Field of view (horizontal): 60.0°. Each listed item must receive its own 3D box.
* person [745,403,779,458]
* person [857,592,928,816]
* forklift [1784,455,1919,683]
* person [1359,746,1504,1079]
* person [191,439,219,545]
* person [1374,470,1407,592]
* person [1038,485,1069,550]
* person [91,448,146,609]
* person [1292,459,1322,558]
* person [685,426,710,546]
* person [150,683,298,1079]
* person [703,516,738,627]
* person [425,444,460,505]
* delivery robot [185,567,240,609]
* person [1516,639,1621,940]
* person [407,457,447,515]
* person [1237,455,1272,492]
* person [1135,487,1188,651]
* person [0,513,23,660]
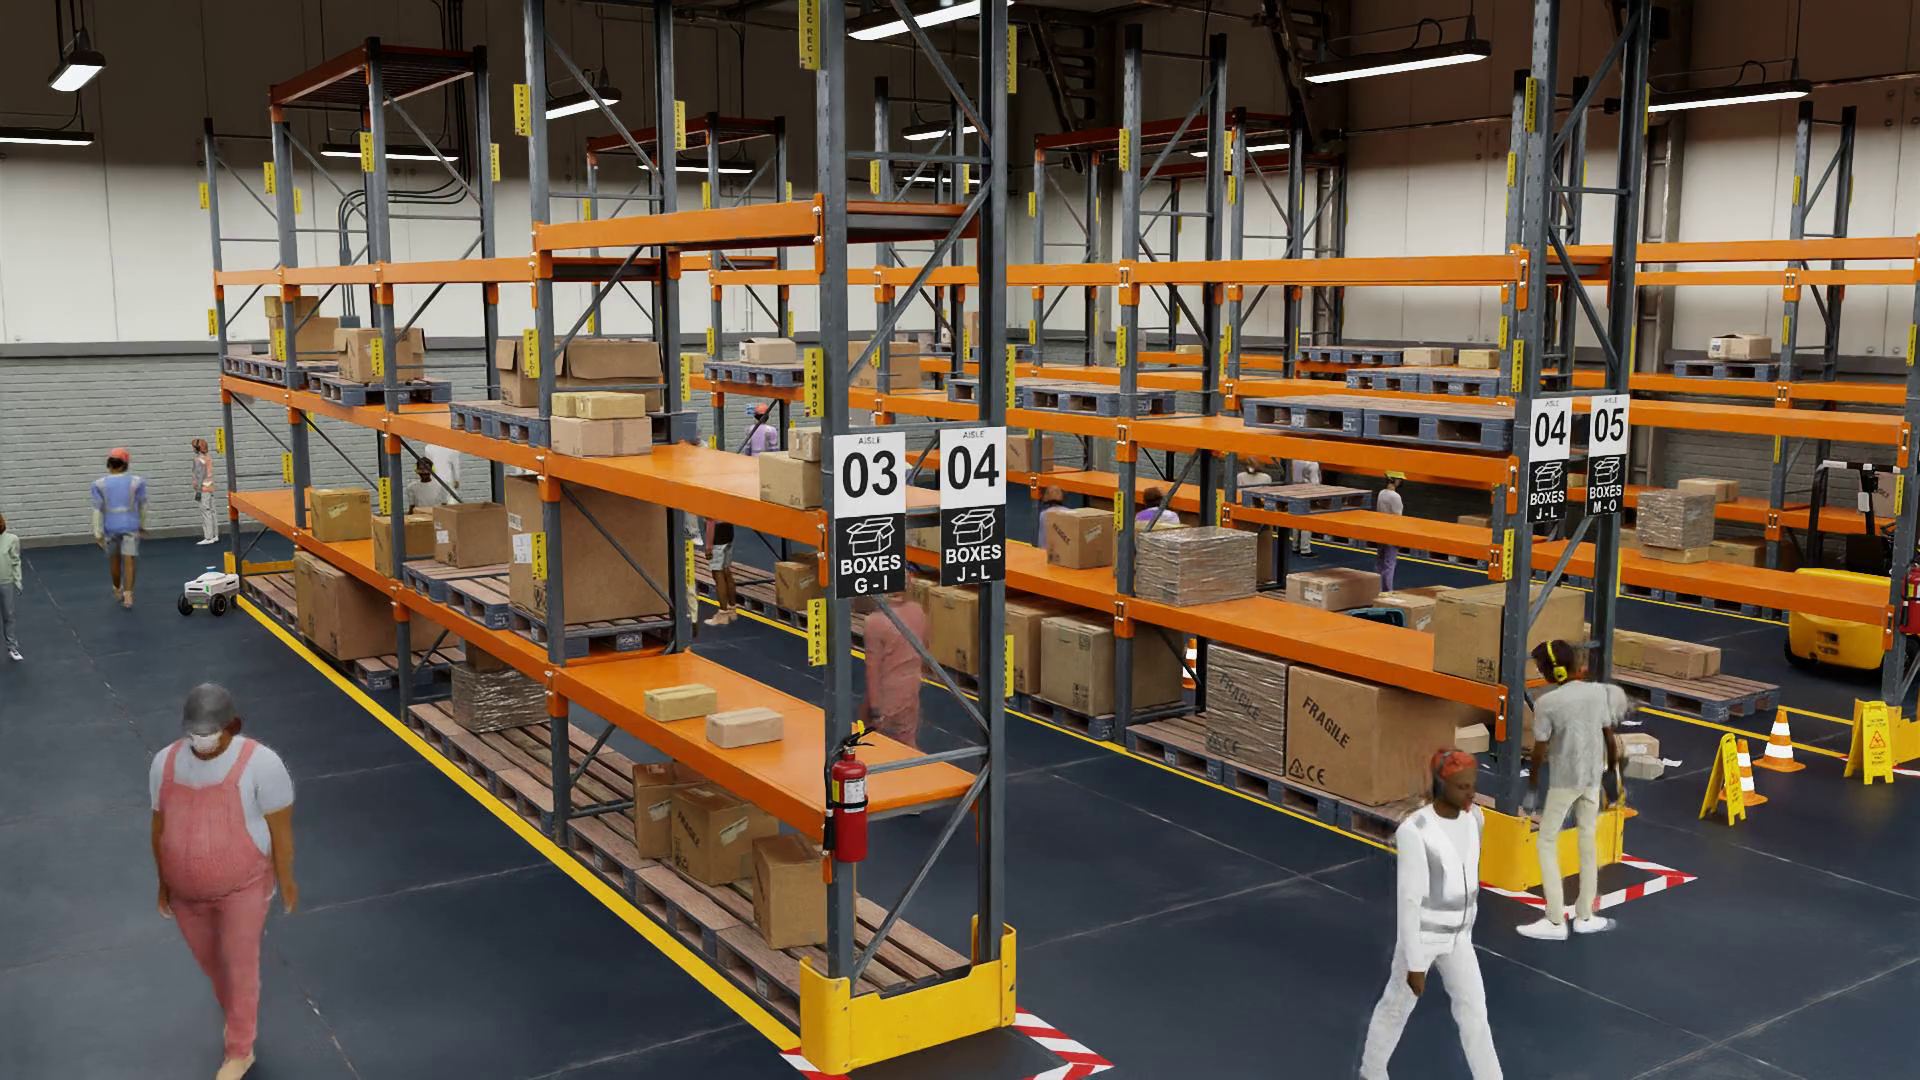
[{"bbox_3d":[-3.281,-1.261,27.738,0.607,2.048,0.370,3,9,22],"label":"person"},{"bbox_3d":[-0.516,1.128,12.381,0.487,1.891,0.650,8,12,42],"label":"person"},{"bbox_3d":[9.643,0.253,17.172,2.313,2.155,1.214,-6,10,-33],"label":"forklift"},{"bbox_3d":[2.248,1.859,7.678,0.611,1.824,1.008,-6,10,-34],"label":"person"},{"bbox_3d":[-11.660,-0.745,25.656,0.310,1.638,0.523,-1,9,-4],"label":"person"},{"bbox_3d":[5.340,-0.050,20.621,0.329,1.763,0.523,-2,9,-12],"label":"person"},{"bbox_3d":[1.195,0.159,19.793,0.544,1.599,0.539,-7,11,-40],"label":"person"},{"bbox_3d":[-10.379,-0.142,20.572,0.597,1.986,1.073,-4,9,-23],"label":"person"},{"bbox_3d":[5.090,-0.642,24.377,0.405,1.824,0.586,-3,9,-21],"label":"person"},{"bbox_3d":[-4.152,-0.857,25.632,0.664,1.872,0.675,8,12,44],"label":"person"},{"bbox_3d":[-3.725,1.637,8.459,0.686,2.000,0.885,1,9,4],"label":"person"},{"bbox_3d":[-2.866,-0.006,19.446,0.429,2.033,0.609,2,9,12],"label":"person"},{"bbox_3d":[-8.449,-0.999,27.141,0.580,1.710,0.375,0,9,1],"label":"person"},{"bbox_3d":[-9.081,0.567,20.201,0.477,0.478,0.707,1,9,8],"label":"delivery robot"},{"bbox_3d":[3.720,1.502,10.083,0.660,1.833,0.331,-1,9,-10],"label":"person"},{"bbox_3d":[-6.644,-0.124,20.813,0.499,1.861,0.326,-1,9,-10],"label":"person"},{"bbox_3d":[4.169,-0.411,23.513,0.525,1.605,0.467,2,9,15],"label":"person"},{"bbox_3d":[2.151,0.327,18.003,0.698,1.795,0.435,6,10,34],"label":"person"},{"bbox_3d":[-10.150,0.481,17.516,0.498,1.632,0.289,-7,11,-39],"label":"person"}]
